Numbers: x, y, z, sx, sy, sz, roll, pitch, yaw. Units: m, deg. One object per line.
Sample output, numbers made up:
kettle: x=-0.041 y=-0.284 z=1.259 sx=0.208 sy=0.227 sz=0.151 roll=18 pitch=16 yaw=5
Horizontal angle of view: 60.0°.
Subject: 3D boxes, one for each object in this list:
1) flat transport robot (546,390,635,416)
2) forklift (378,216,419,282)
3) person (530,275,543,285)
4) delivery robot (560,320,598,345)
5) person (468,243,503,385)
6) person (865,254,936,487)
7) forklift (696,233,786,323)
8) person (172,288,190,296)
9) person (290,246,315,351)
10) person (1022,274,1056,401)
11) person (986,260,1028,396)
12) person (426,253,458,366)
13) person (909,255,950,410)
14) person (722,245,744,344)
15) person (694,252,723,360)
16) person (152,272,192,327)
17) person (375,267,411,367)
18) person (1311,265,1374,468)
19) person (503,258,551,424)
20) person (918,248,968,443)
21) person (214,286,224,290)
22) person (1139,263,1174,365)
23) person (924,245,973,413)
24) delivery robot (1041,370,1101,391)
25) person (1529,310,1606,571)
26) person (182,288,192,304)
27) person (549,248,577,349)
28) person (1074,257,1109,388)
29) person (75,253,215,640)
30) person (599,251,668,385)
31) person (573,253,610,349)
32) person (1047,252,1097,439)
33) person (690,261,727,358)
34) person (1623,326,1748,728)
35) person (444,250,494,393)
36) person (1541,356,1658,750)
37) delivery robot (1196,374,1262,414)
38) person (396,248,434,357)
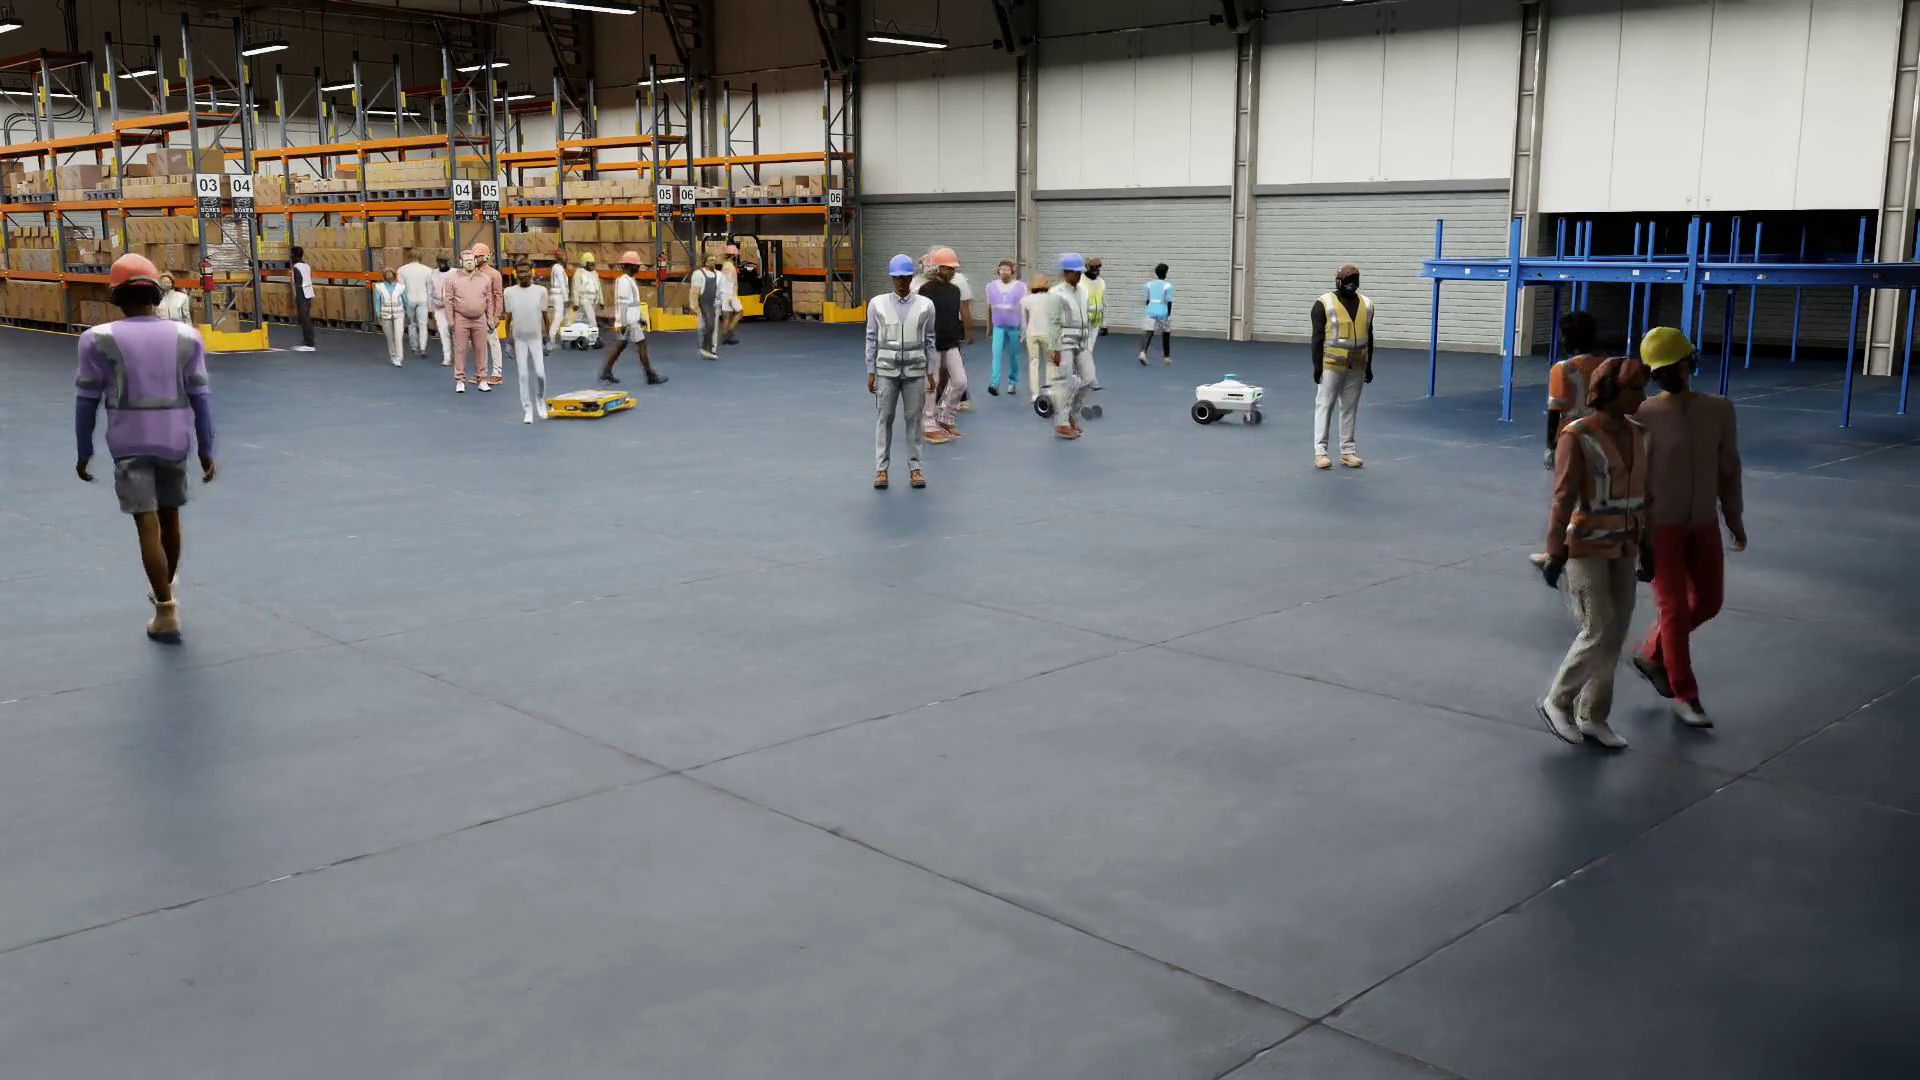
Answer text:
flat transport robot: x=-4.445 y=-1.644 z=19.938 sx=0.652 sy=0.197 sz=1.431 roll=2 pitch=11 yaw=8
forklift: x=-17.868 y=-9.201 z=54.028 sx=1.873 sy=2.768 sz=1.129 roll=-10 pitch=14 yaw=-44
person: x=-12.207 y=-7.482 z=47.213 sx=0.573 sy=1.893 sz=0.904 roll=-10 pitch=15 yaw=-44
delivery robot: x=-7.111 y=-3.871 z=31.050 sx=0.707 sy=0.478 sz=0.477 roll=5 pitch=11 yaw=26
person: x=-6.778 y=-3.219 z=23.699 sx=0.611 sy=1.996 sz=0.378 roll=6 pitch=12 yaw=30
person: x=-0.497 y=-1.422 z=14.033 sx=0.602 sy=1.949 sz=0.391 roll=-1 pitch=10 yaw=-6
forklift: x=-5.496 y=-6.489 z=41.108 sx=2.313 sy=2.155 sz=1.214 roll=-10 pitch=14 yaw=-44
person: x=-17.651 y=-5.667 z=37.491 sx=0.554 sy=1.830 sz=0.913 roll=-9 pitch=14 yaw=-40
person: x=-12.079 y=-4.442 z=30.587 sx=0.373 sy=1.916 sz=0.596 roll=-1 pitch=10 yaw=-6
person: x=1.046 y=-2.593 z=21.338 sx=0.509 sy=1.602 sz=0.693 roll=3 pitch=11 yaw=17
person: x=0.606 y=-2.801 z=21.994 sx=0.586 sy=1.780 sz=0.978 roll=2 pitch=11 yaw=12
person: x=-8.369 y=-3.761 z=27.135 sx=0.637 sy=1.831 sz=0.438 roll=0 pitch=10 yaw=2
person: x=-0.342 y=-2.474 z=19.950 sx=0.685 sy=1.874 sz=0.777 roll=-2 pitch=11 yaw=-11
person: x=-4.455 y=-4.774 z=32.408 sx=0.448 sy=1.921 sz=0.554 roll=-4 pitch=11 yaw=-21
person: x=-4.251 y=-3.982 z=28.312 sx=0.441 sy=1.830 sz=0.540 roll=6 pitch=12 yaw=30
person: x=-10.297 y=-2.668 z=21.702 sx=0.512 sy=1.630 sz=0.318 roll=-5 pitch=11 yaw=-25
person: x=-9.241 y=-3.651 z=27.128 sx=0.540 sy=1.604 sz=0.786 roll=-2 pitch=11 yaw=-13
person: x=3.515 y=-1.590 z=15.243 sx=0.624 sy=1.845 sz=0.430 roll=-3 pitch=11 yaw=-16
person: x=-4.896 y=-2.249 z=18.801 sx=0.502 sy=1.857 sz=0.407 roll=-2 pitch=11 yaw=-12
person: x=-0.192 y=-1.973 z=16.974 sx=0.638 sy=1.978 sz=0.479 roll=-10 pitch=14 yaw=-43
person: x=-21.579 y=-7.546 z=48.391 sx=0.863 sy=1.580 sz=0.528 roll=-3 pitch=11 yaw=-18
person: x=3.226 y=-3.691 z=27.204 sx=0.541 sy=1.661 sz=0.853 roll=7 pitch=12 yaw=32
person: x=-0.256 y=-2.526 z=19.920 sx=0.946 sy=2.000 sz=0.697 roll=-7 pitch=12 yaw=-32
delivery robot: x=1.301 y=-1.884 z=19.507 sx=0.698 sy=0.223 sz=0.335 roll=6 pitch=12 yaw=31
person: x=3.880 y=-0.574 z=10.210 sx=0.562 sy=1.657 sz=0.854 roll=-6 pitch=12 yaw=-28
person: x=-18.837 y=-6.165 z=40.110 sx=0.616 sy=1.866 sz=0.470 roll=-10 pitch=14 yaw=-44
person: x=-7.513 y=-4.545 z=31.310 sx=0.578 sy=1.879 sz=0.583 roll=-2 pitch=11 yaw=-10
person: x=1.777 y=-2.919 z=22.562 sx=0.639 sy=1.811 sz=0.693 roll=-7 pitch=13 yaw=-35
person: x=-4.395 y=-0.514 z=8.920 sx=0.636 sy=2.001 sz=0.968 roll=-9 pitch=14 yaw=-40
person: x=-4.716 y=-3.162 z=23.700 sx=0.983 sy=1.896 sz=0.566 roll=-1 pitch=10 yaw=-8
person: x=-6.978 y=-4.494 z=31.234 sx=0.921 sy=1.789 sz=0.609 roll=5 pitch=12 yaw=27
person: x=1.166 y=-2.029 z=17.389 sx=0.644 sy=1.930 sz=0.448 roll=-10 pitch=15 yaw=-44
person: x=-4.310 y=-4.010 z=28.478 sx=0.641 sy=1.821 sz=0.457 roll=-1 pitch=10 yaw=-6
person: x=3.146 y=-0.069 z=7.258 sx=0.553 sy=1.720 sz=0.560 roll=-2 pitch=11 yaw=-10
person: x=-6.641 y=-2.966 z=22.565 sx=0.637 sy=1.911 sz=0.406 roll=-6 pitch=12 yaw=-30
person: x=2.638 y=0.064 z=6.816 sx=0.553 sy=1.618 sz=0.370 roll=-6 pitch=12 yaw=-29
delivery robot: x=3.051 y=-1.632 z=18.844 sx=0.707 sy=0.478 sz=0.477 roll=5 pitch=11 yaw=25
person: x=-9.524 y=-4.159 z=29.153 sx=0.633 sy=1.889 sz=1.052 roll=-3 pitch=11 yaw=-17
